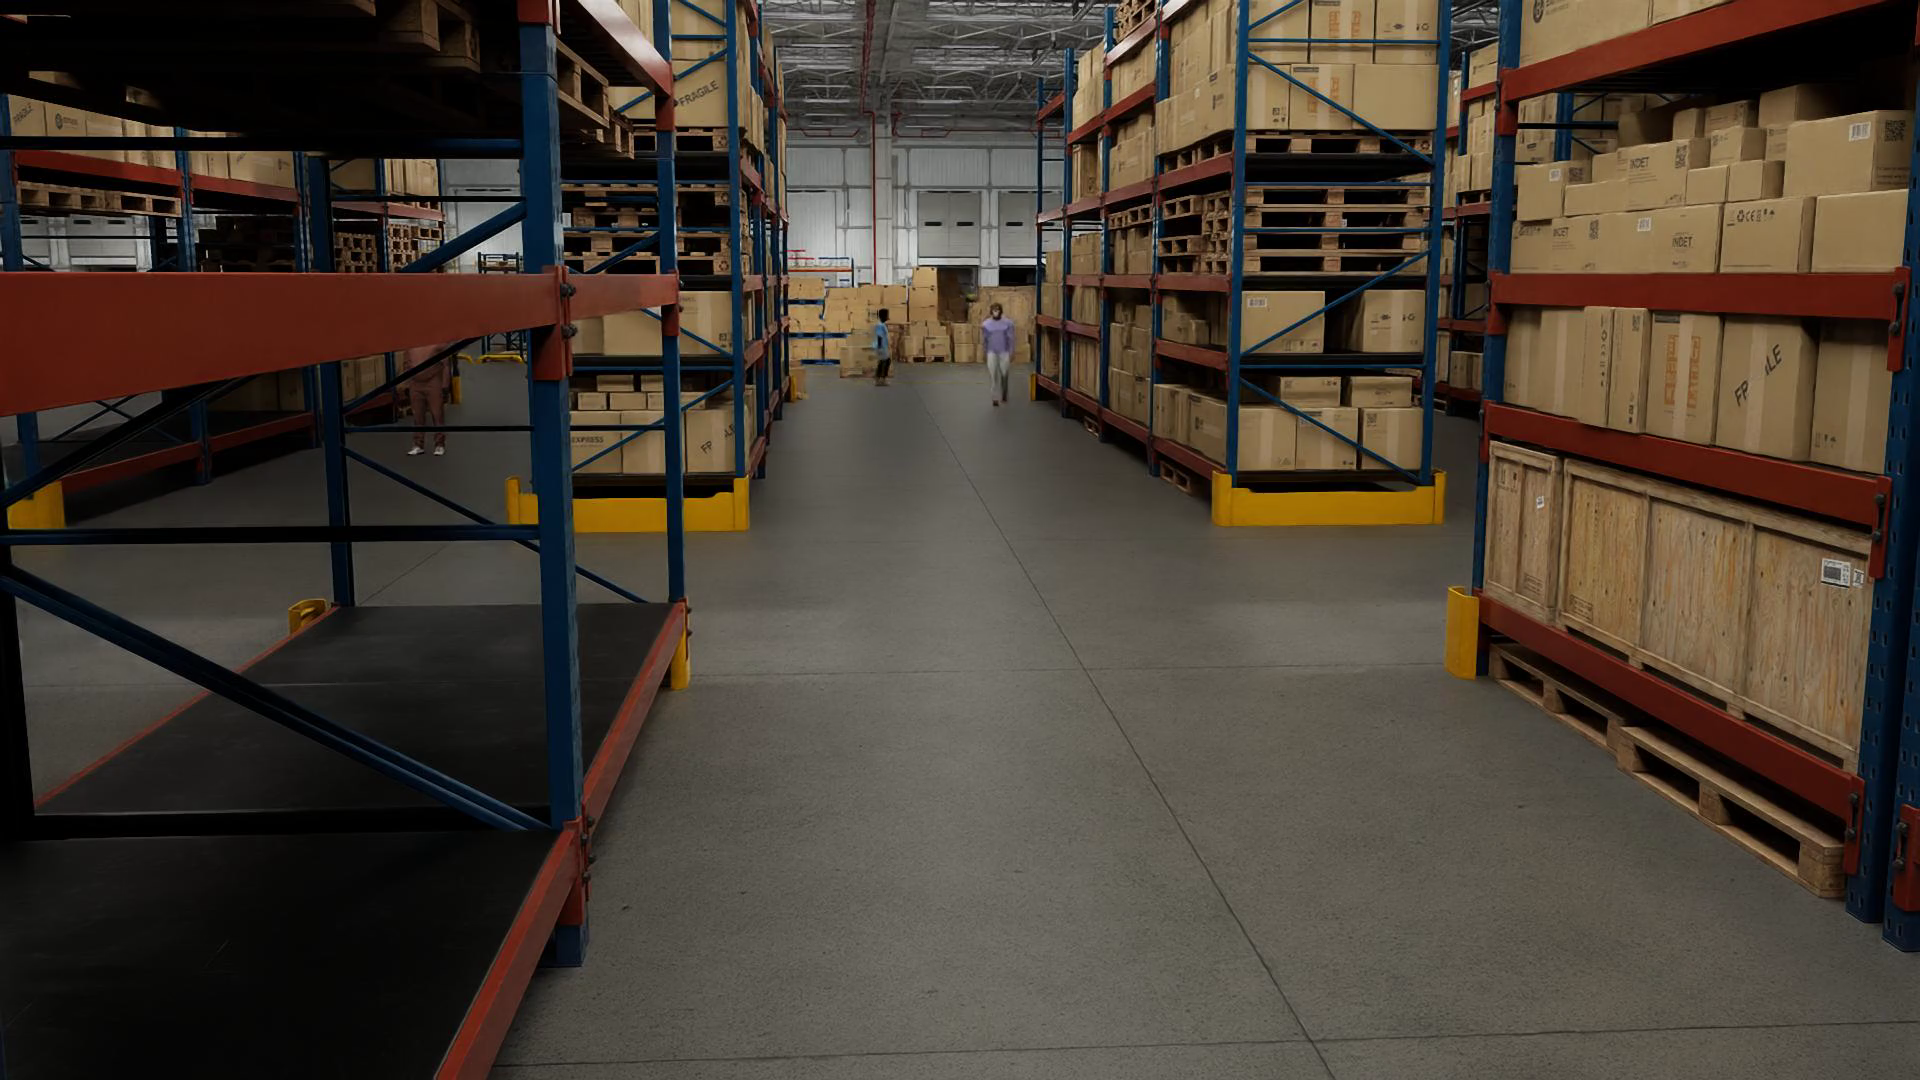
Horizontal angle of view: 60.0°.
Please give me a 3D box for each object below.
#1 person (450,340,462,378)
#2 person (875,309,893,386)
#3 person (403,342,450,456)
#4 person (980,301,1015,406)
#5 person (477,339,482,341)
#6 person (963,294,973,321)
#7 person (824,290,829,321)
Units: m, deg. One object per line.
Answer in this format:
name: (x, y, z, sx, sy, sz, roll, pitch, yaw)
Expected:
person: (-11.614, -4.605, 38.071, 0.557, 1.916, 0.658, -7, 11, -36)
person: (-1.595, -4.154, 35.938, 0.526, 1.676, 0.557, 1, 9, 5)
person: (-7.132, -2.069, 22.194, 0.638, 1.902, 0.406, 1, 9, 7)
person: (0.686, -3.416, 30.576, 0.663, 1.922, 0.442, 1, 9, 6)
person: (-17.626, -8.171, 60.596, 0.351, 1.878, 0.568, -4, 10, -24)
person: (0.310, -7.878, 59.208, 0.462, 1.726, 0.488, -3, 9, -17)
person: (-4.555, -7.905, 58.802, 0.767, 1.915, 0.637, 3, 9, 16)
